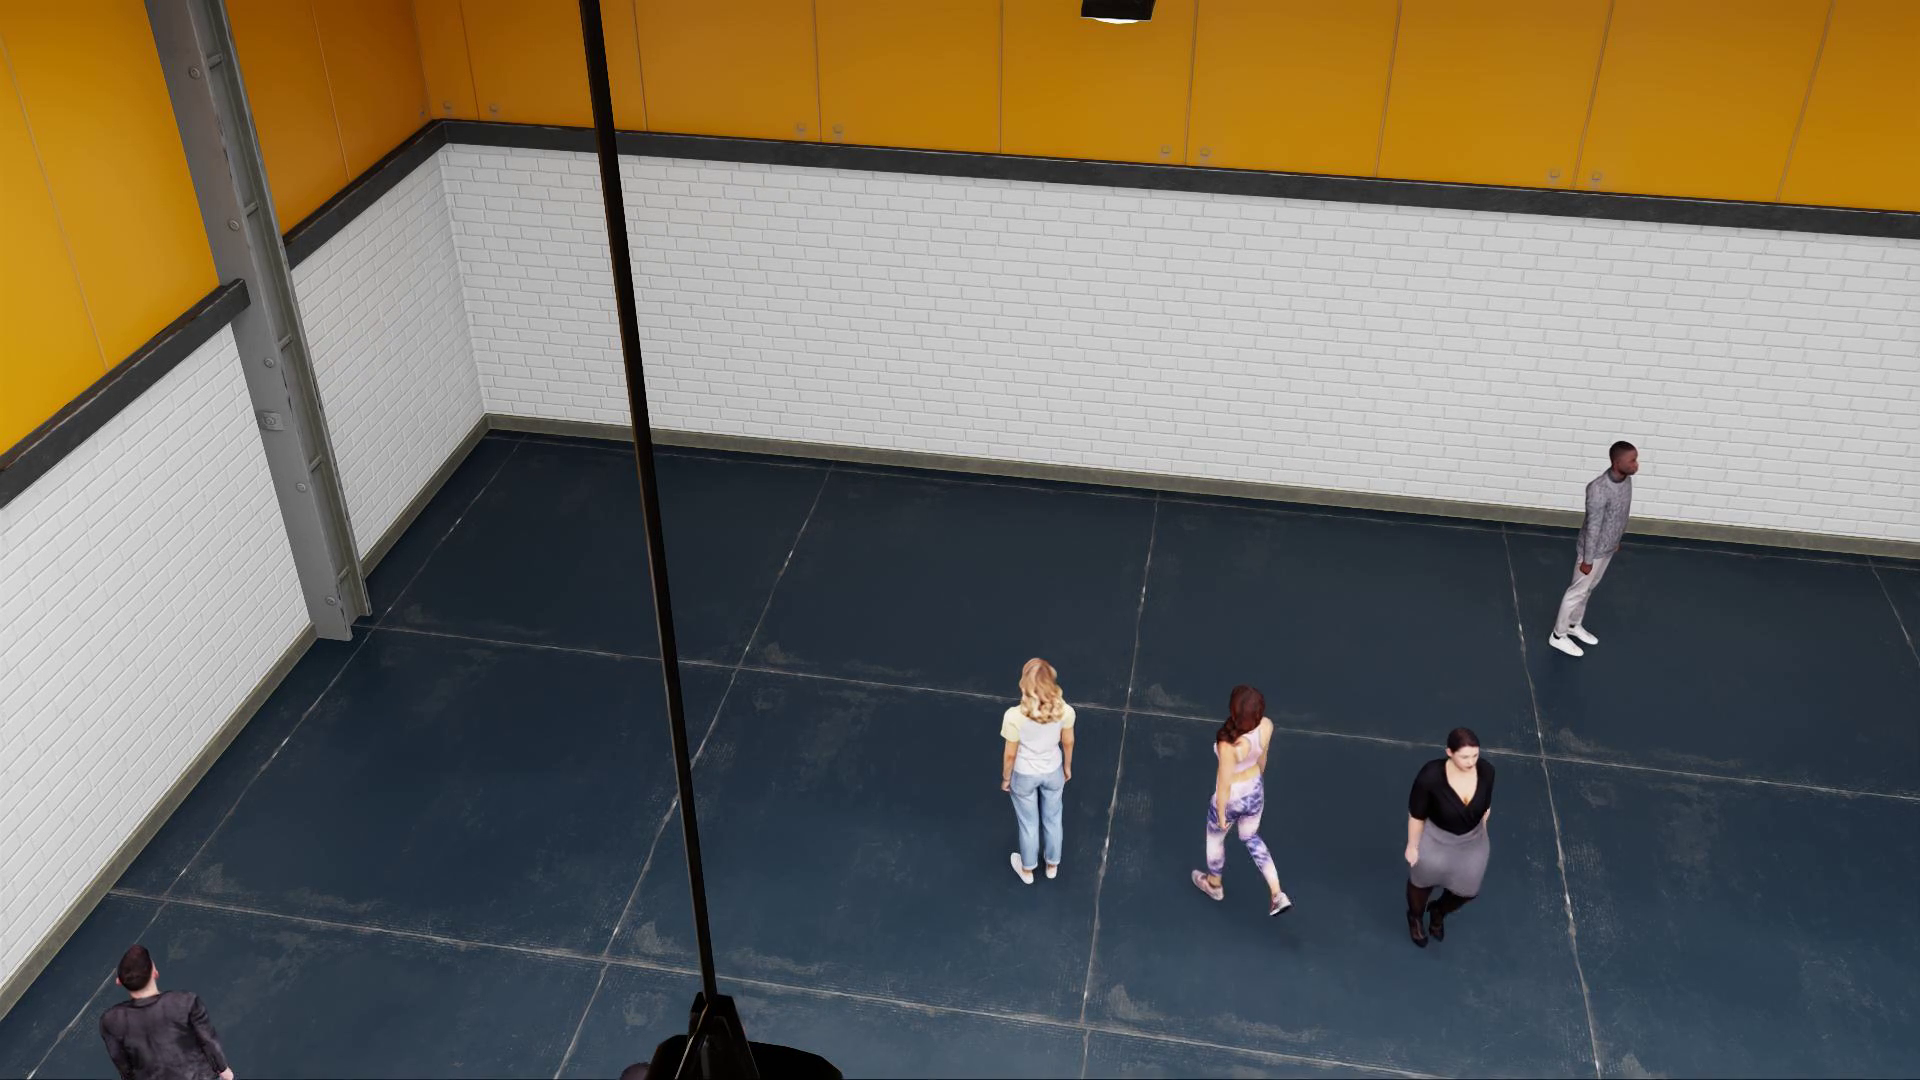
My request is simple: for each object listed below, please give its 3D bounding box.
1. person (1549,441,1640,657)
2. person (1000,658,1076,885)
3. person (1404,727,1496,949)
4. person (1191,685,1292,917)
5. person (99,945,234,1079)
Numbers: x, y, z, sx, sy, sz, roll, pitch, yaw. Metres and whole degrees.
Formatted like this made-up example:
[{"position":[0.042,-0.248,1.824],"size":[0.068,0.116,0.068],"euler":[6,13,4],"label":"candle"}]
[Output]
[{"position":[4.811,0.033,12.599],"size":[0.803,1.835,0.679],"euler":[26,42,34],"label":"person"},{"position":[0.489,1.474,10.532],"size":[0.704,1.723,0.685],"euler":[-9,35,-13],"label":"person"},{"position":[2.905,1.763,10.076],"size":[0.754,1.747,0.713],"euler":[-3,34,-5],"label":"person"},{"position":[1.779,1.641,10.258],"size":[0.961,1.748,1.043],"euler":[-20,38,-27],"label":"person"},{"position":[-3.952,2.808,8.433],"size":[0.771,1.825,0.774],"euler":[-11,35,-17],"label":"person"}]
